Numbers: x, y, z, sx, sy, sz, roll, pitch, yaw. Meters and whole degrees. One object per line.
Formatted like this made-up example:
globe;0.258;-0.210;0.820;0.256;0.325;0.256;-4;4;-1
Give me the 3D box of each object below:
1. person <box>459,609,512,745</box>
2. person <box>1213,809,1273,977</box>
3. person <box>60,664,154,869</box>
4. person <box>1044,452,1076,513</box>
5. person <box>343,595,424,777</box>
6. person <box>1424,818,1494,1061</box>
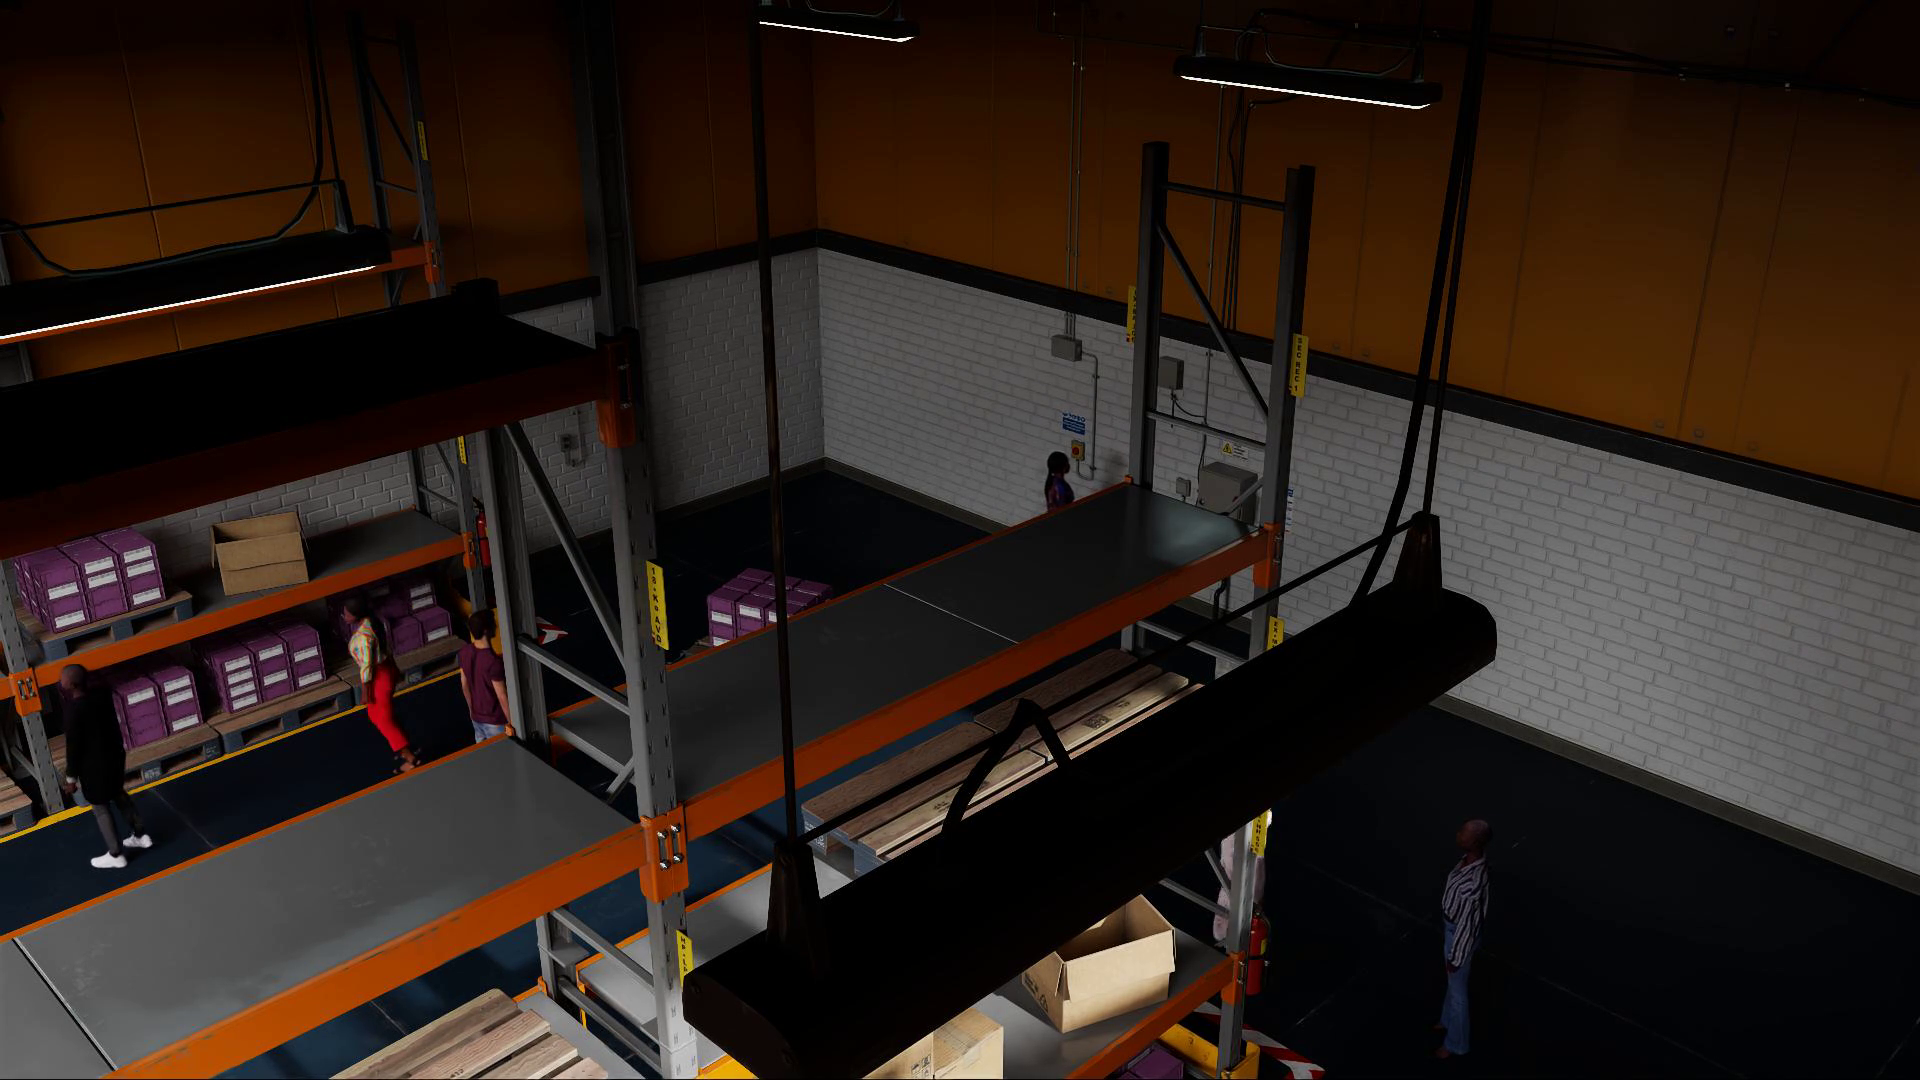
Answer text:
person;-3.776;1.416;13.399;0.702;1.849;0.598;15;28;31
person;2.034;2.359;11.453;0.830;1.679;0.757;5;24;11
person;-6.566;1.728;12.799;0.849;1.757;0.748;4;24;10
person;0.994;-0.079;16.952;0.711;1.741;0.674;-3;24;-7
person;-4.786;1.229;13.949;0.831;1.750;0.785;2;24;5
person;3.265;2.579;10.803;0.756;1.796;0.638;6;24;13
